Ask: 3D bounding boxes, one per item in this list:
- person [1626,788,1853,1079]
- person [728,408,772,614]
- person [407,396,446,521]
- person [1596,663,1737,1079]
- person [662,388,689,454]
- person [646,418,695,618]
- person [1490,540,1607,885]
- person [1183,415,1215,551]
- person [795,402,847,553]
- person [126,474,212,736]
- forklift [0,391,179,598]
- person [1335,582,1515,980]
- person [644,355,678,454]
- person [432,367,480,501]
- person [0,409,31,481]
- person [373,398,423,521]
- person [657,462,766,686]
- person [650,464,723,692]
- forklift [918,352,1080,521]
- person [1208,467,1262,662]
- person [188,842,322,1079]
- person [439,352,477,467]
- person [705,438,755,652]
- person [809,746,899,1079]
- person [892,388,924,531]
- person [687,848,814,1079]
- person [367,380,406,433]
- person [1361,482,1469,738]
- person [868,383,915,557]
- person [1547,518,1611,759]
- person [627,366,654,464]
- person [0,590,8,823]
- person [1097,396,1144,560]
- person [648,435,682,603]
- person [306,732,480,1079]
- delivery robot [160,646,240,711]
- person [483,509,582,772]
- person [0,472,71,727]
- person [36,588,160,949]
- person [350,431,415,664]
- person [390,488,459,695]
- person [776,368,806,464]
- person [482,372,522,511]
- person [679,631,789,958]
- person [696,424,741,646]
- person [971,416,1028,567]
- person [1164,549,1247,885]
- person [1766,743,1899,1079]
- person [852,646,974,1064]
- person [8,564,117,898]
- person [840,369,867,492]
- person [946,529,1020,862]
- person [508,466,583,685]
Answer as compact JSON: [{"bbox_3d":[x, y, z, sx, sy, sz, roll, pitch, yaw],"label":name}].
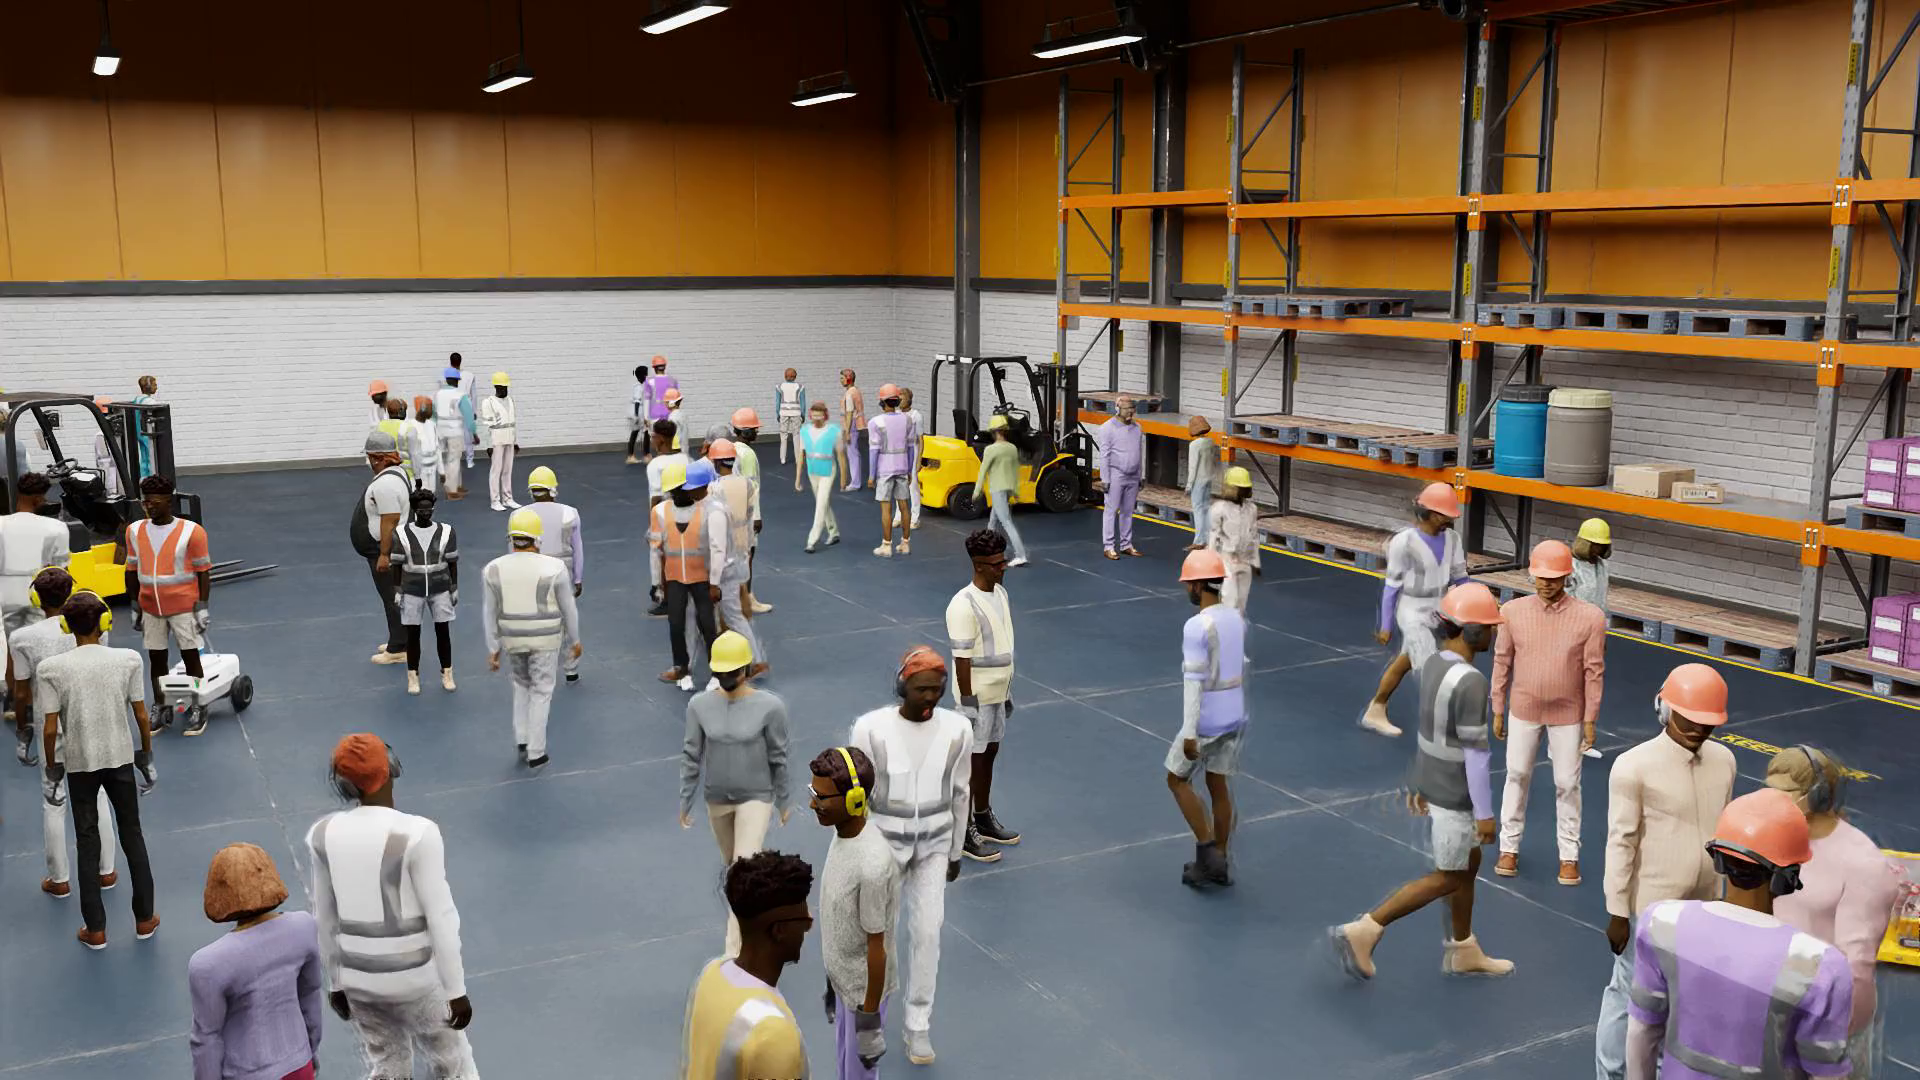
[{"bbox_3d":[2.289,1.725,4.923,0.395,2.042,0.611,-10,14,-44],"label":"person"},{"bbox_3d":[-2.126,-0.291,16.527,0.387,2.045,0.605,-6,11,-30],"label":"person"},{"bbox_3d":[-6.432,-0.818,20.189,0.753,1.828,0.623,4,11,22],"label":"person"},{"bbox_3d":[2.845,1.452,6.657,0.612,1.986,0.401,-4,11,-22],"label":"person"},{"bbox_3d":[-3.838,-1.170,22.432,0.345,1.747,0.573,0,10,2],"label":"person"},{"bbox_3d":[-2.838,-0.217,16.358,0.371,1.963,0.611,6,12,32],"label":"person"},{"bbox_3d":[3.317,0.974,9.439,0.609,1.986,0.413,5,11,25],"label":"person"},{"bbox_3d":[2.872,-0.682,19.961,0.281,1.633,0.499,7,12,37],"label":"person"},{"bbox_3d":[-1.676,-0.762,20.002,0.559,1.788,0.939,6,11,29],"label":"person"},{"bbox_3d":[-5.849,0.481,12.307,0.607,1.966,0.373,0,10,1],"label":"person"},{"bbox_3d":[-9.026,-0.363,16.508,1.214,2.155,2.313,6,11,29],"label":"forklift"},{"bbox_3d":[2.292,1.197,8.061,0.859,2.017,0.618,0,10,2],"label":"person"},{"bbox_3d":[-4.813,-2.022,26.859,0.565,1.918,0.575,-4,11,-22],"label":"person"},{"bbox_3d":[-7.278,-1.544,24.110,0.645,1.905,0.775,6,11,29],"label":"person"},{"bbox_3d":[-10.120,-0.430,17.633,0.636,1.939,0.365,1,10,7],"label":"person"},{"bbox_3d":[-6.675,-0.770,19.870,0.623,1.844,0.429,4,10,20],"label":"person"},{"bbox_3d":[-2.057,0.283,13.644,0.992,1.883,0.635,-7,12,-33],"label":"person"},{"bbox_3d":[-2.219,0.307,13.559,0.597,1.888,0.443,1,10,5],"label":"person"},{"bbox_3d":[0.460,-1.461,22.833,2.313,2.155,1.214,-5,11,-28],"label":"forklift"},{"bbox_3d":[2.418,0.221,14.491,0.490,1.734,0.353,-6,12,-33],"label":"person"},{"bbox_3d":[-2.359,1.812,5.628,0.279,1.624,0.494,5,11,26],"label":"person"},{"bbox_3d":[-8.311,-2.147,27.574,0.597,1.918,0.383,-4,11,-23],"label":"person"},{"bbox_3d":[-2.077,0.059,14.819,0.356,1.938,0.544,9,13,41],"label":"person"},{"bbox_3d":[-0.385,1.636,5.982,0.322,1.860,0.516,-3,10,-15],"label":"person"},{"bbox_3d":[-0.699,-1.042,21.424,0.520,1.844,0.331,7,12,35],"label":"person"},{"bbox_3d":[-0.564,1.819,4.692,0.604,1.943,0.632,-5,11,-25],"label":"person"},{"bbox_3d":[-7.607,-1.168,22.010,0.575,1.888,0.897,6,12,31],"label":"person"},{"bbox_3d":[3.311,0.551,11.928,0.630,1.979,1.099,-7,12,-33],"label":"person"},{"bbox_3d":[-0.823,-0.819,19.568,0.609,2.044,0.394,-6,12,-31],"label":"person"},{"bbox_3d":[4.386,0.703,11.676,0.488,1.741,0.316,-7,12,-35],"label":"person"},{"bbox_3d":[-5.331,-2.102,28.003,0.657,1.666,0.547,-3,10,-17],"label":"person"},{"bbox_3d":[-6.252,0.864,10.277,0.651,1.906,0.403,-4,11,-24],"label":"person"},{"bbox_3d":[1.910,-0.731,19.459,0.643,1.909,0.410,-8,12,-37],"label":"person"},{"bbox_3d":[-2.960,-0.231,17.046,0.312,1.743,0.493,8,13,38],"label":"person"},{"bbox_3d":[-2.059,1.612,6.211,0.654,1.826,0.680,5,11,25],"label":"person"},{"bbox_3d":[-5.840,1.059,12.772,0.477,0.478,0.707,0,10,2],"label":"delivery robot"},{"bbox_3d":[-2.948,0.681,11.602,0.598,1.811,0.622,1,10,8],"label":"person"},{"bbox_3d":[-7.095,0.442,12.642,0.652,1.926,0.689,-5,11,-27],"label":"person"},{"bbox_3d":[-4.447,1.177,8.592,0.526,1.865,0.315,-6,12,-32],"label":"person"},{"bbox_3d":[-5.044,0.054,14.551,0.537,2.000,0.689,-1,10,-8],"label":"person"},{"bbox_3d":[-4.329,0.413,13.496,0.533,1.694,0.319,-4,11,-22],"label":"person"},{"bbox_3d":[-2.861,-2.093,28.098,0.510,1.630,0.319,0,10,0],"label":"person"},{"bbox_3d":[-6.343,-1.371,23.081,0.371,1.925,0.595,5,11,27],"label":"person"},{"bbox_3d":[-1.125,1.281,8.402,0.540,1.722,0.907,2,10,12],"label":"person"},{"bbox_3d":[-2.173,-0.058,15.197,0.536,2.000,0.688,5,11,28],"label":"person"},{"bbox_3d":[0.450,-0.563,19.063,0.931,1.707,0.541,8,13,38],"label":"person"},{"bbox_3d":[1.391,1.008,9.436,0.466,1.910,0.573,10,14,44],"label":"person"},{"bbox_3d":[2.891,1.647,5.817,1.051,1.874,0.644,-4,11,-22],"label":"person"},{"bbox_3d":[-0.245,1.366,7.527,0.604,1.866,0.648,-2,10,-13],"label":"person"},{"bbox_3d":[-4.982,1.062,9.275,0.513,1.862,0.327,-7,12,-36],"label":"person"},{"bbox_3d":[-1.602,-1.639,24.904,0.389,1.837,0.560,1,10,7],"label":"person"},{"bbox_3d":[0.146,0.901,9.889,0.367,1.966,0.606,4,11,24],"label":"person"},{"bbox_3d":[-3.403,0.309,13.695,0.591,1.829,0.404,-3,10,-17],"label":"person"}]
